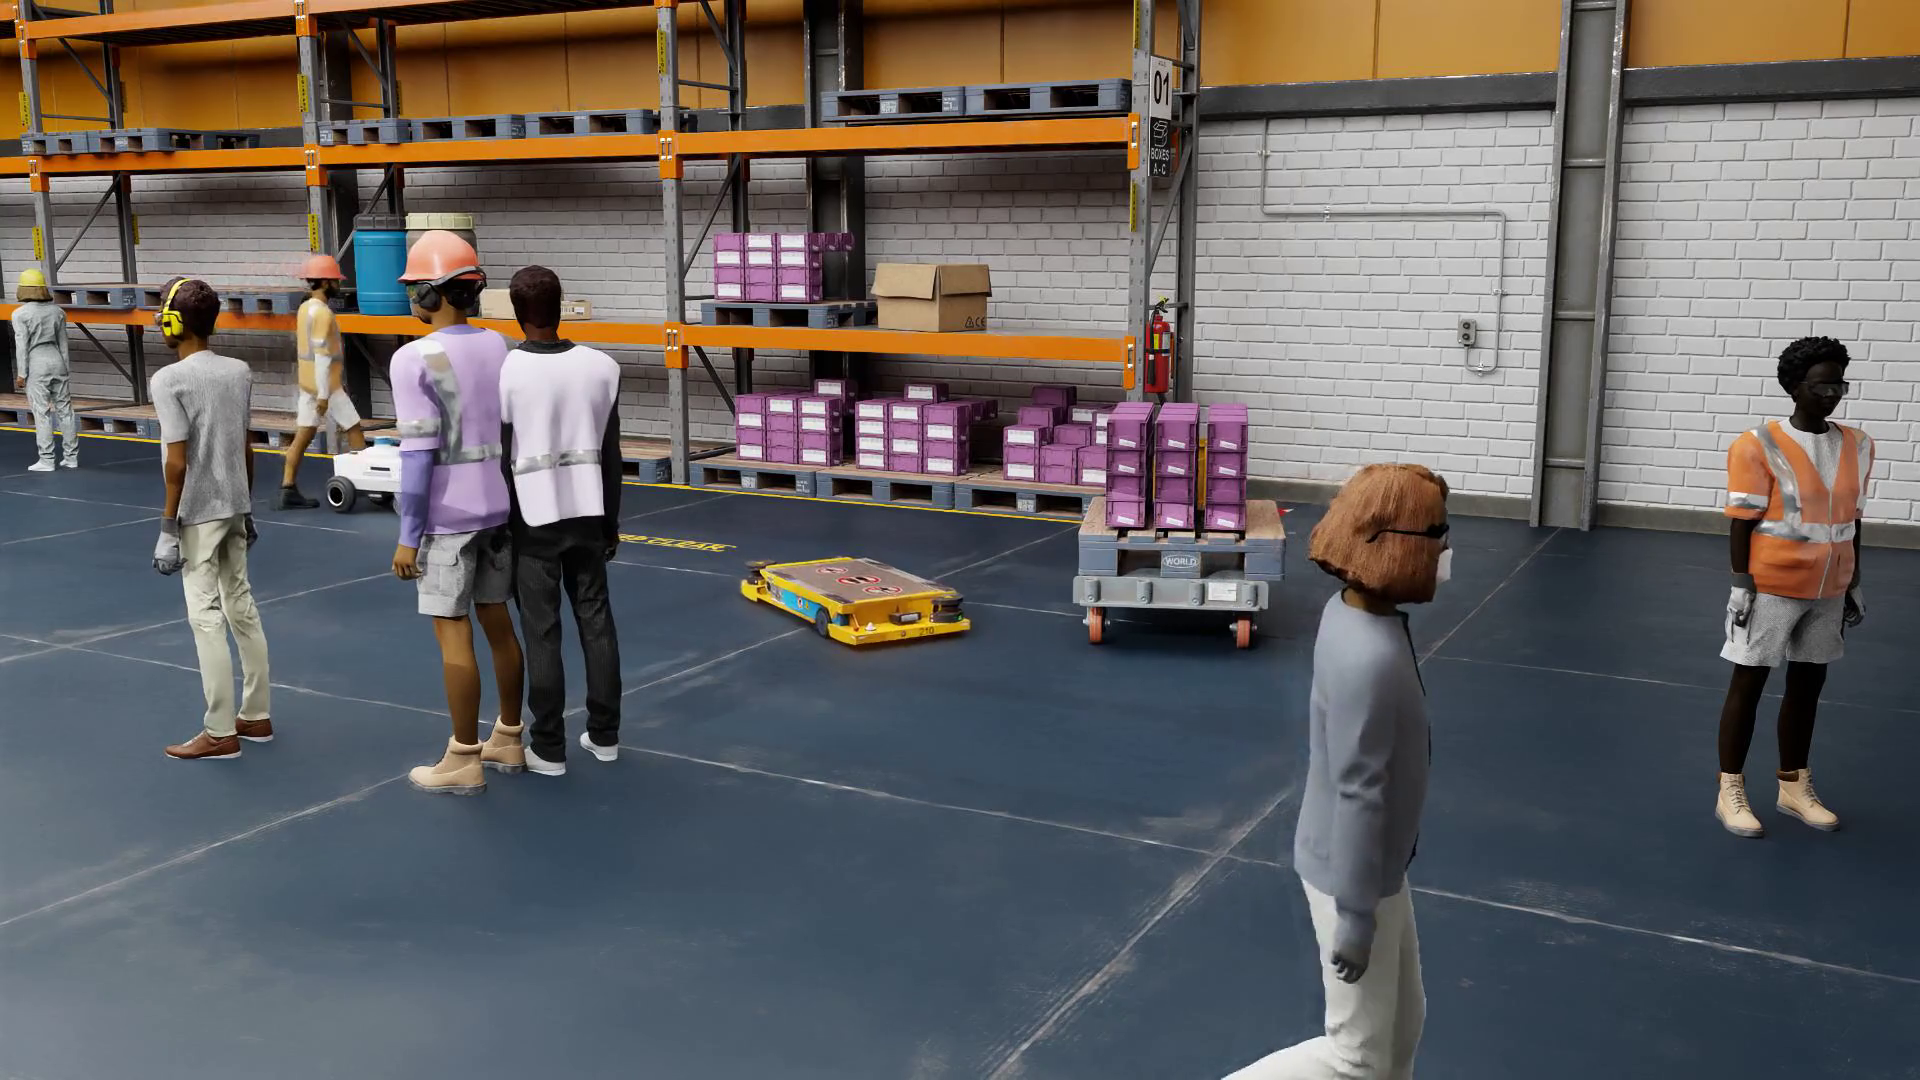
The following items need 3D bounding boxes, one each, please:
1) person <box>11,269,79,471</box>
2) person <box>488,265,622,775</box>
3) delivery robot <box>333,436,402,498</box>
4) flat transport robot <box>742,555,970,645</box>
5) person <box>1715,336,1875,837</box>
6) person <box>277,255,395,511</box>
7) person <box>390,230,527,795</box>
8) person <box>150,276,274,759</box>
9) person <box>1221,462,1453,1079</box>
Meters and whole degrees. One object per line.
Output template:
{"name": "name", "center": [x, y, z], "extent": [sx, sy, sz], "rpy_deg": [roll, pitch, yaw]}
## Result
{"name": "person", "center": [-7.977, -1.471, 14.451], "extent": [0.312, 1.744, 0.487], "rpy_deg": [5, 12, 26]}
{"name": "person", "center": [-1.529, -0.064, 6.269], "extent": [0.590, 1.916, 0.398], "rpy_deg": [-9, 14, -41]}
{"name": "delivery robot", "center": [-4.251, -0.523, 12.257], "extent": [0.707, 0.478, 0.477], "rpy_deg": [4, 11, 22]}
{"name": "flat transport robot", "center": [-0.583, 0.292, 8.829], "extent": [0.652, 0.197, 1.431], "rpy_deg": [-6, 12, -29]}
{"name": "person", "center": [2.828, 0.160, 5.641], "extent": [0.535, 1.697, 0.318], "rpy_deg": [-2, 11, -12]}
{"name": "person", "center": [-4.678, -1.176, 12.441], "extent": [1.022, 1.877, 0.553], "rpy_deg": [-8, 13, -38]}
{"name": "person", "center": [-1.835, -0.091, 6.066], "extent": [0.371, 2.044, 0.608], "rpy_deg": [5, 11, 24]}
{"name": "person", "center": [-2.941, -0.071, 6.468], "extent": [0.385, 1.869, 0.540], "rpy_deg": [2, 11, 13]}
{"name": "person", "center": [0.714, 0.644, 3.222], "extent": [0.631, 1.616, 0.506], "rpy_deg": [2, 11, 13]}
